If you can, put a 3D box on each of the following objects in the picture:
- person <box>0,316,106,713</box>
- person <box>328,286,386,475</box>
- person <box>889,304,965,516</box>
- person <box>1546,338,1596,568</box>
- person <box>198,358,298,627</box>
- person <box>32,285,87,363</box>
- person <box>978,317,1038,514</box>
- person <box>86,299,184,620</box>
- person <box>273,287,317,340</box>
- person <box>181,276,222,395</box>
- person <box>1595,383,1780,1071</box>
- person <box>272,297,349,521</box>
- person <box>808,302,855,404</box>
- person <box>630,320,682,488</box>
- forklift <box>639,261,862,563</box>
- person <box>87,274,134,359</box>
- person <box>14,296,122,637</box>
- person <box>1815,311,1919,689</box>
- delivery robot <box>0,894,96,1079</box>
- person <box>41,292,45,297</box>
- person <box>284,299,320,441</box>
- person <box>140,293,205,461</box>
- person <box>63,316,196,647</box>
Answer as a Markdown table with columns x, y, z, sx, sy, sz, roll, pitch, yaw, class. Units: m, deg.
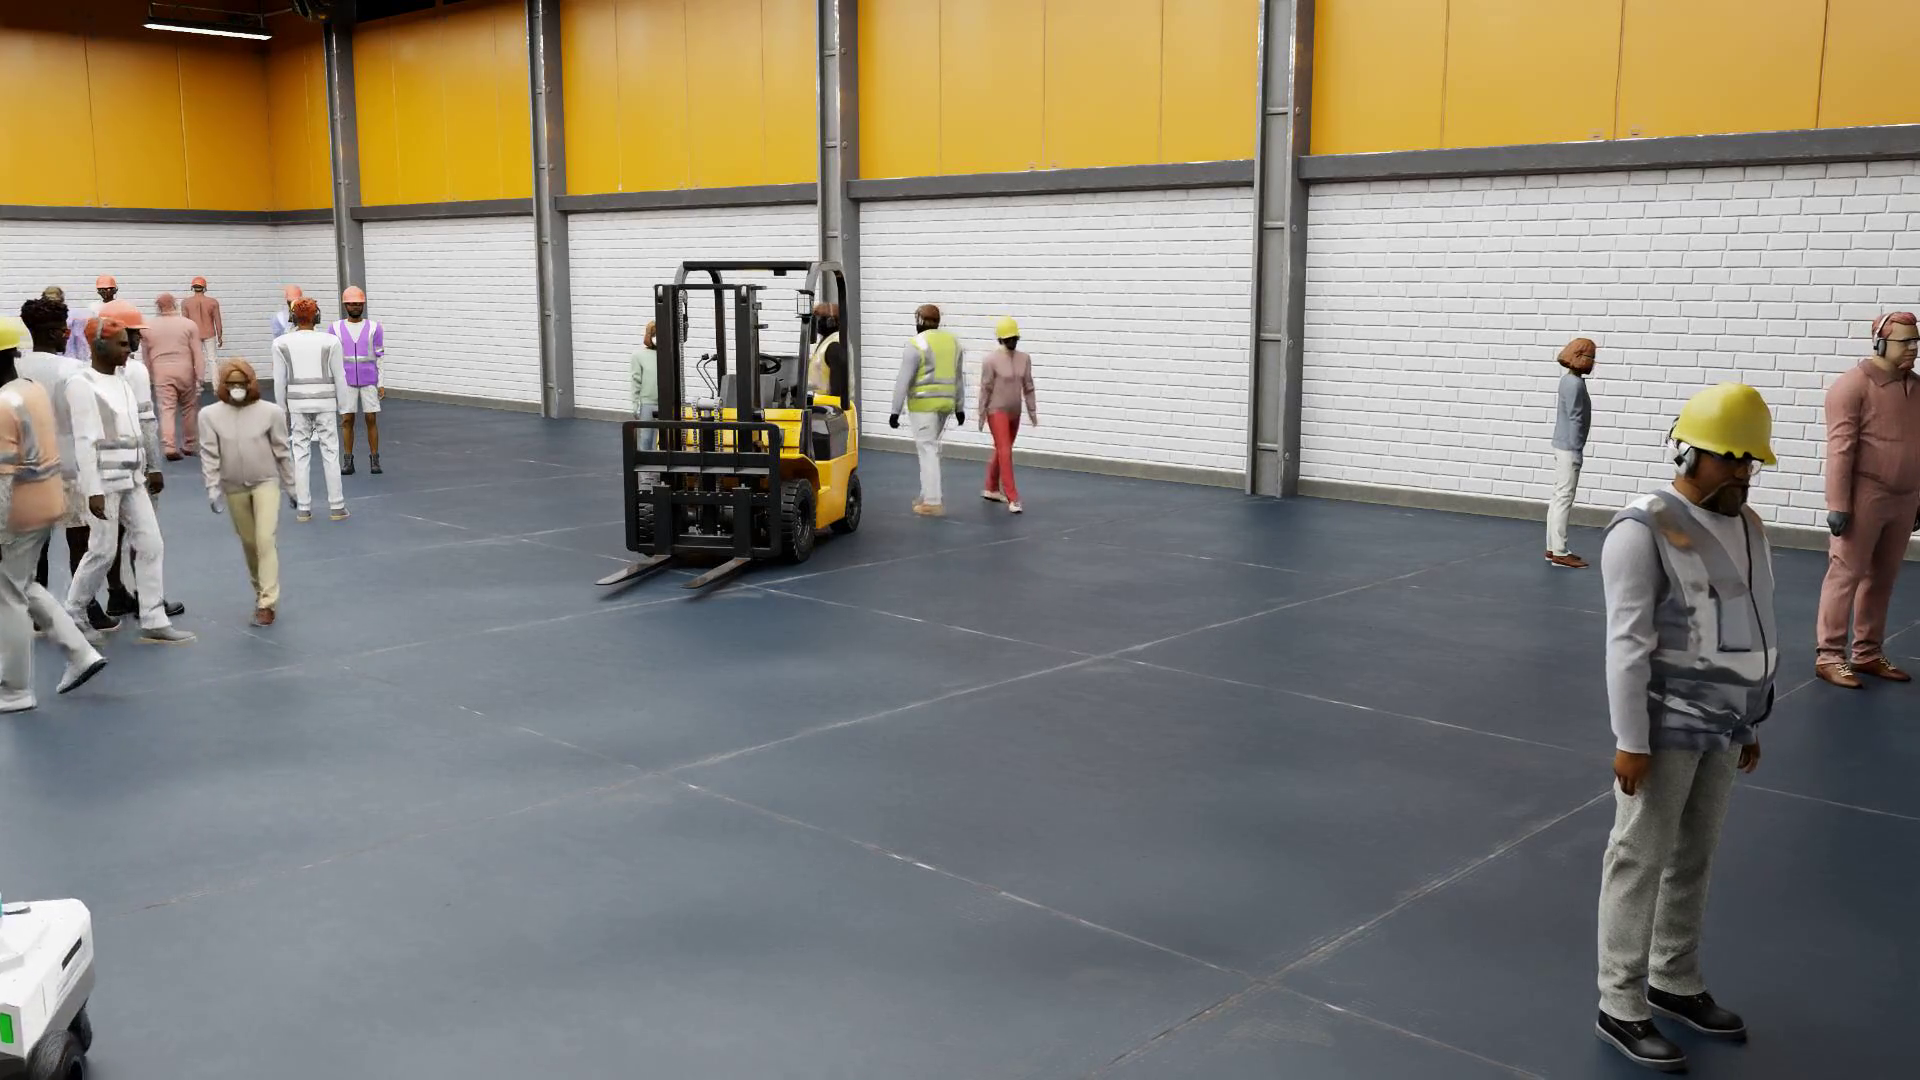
| x | y | z | sx | sy | sz | roll | pitch | yaw | class |
| --- | --- | --- | --- | --- | --- | --- | --- | --- | --- |
| -4.510 | -0.122 | 7.941 | 0.536 | 1.914 | 0.635 | -2 | 9 | -11 | person |
| -6.221 | -1.642 | 17.178 | 0.551 | 1.942 | 0.344 | -3 | 10 | -17 | person |
| -0.306 | -1.125 | 14.388 | 0.586 | 1.811 | 0.749 | 8 | 12 | 42 | person |
| 4.379 | -0.628 | 11.906 | 0.280 | 1.633 | 0.498 | 2 | 9 | 12 | person |
| -4.296 | -0.305 | 10.088 | 0.513 | 1.595 | 0.751 | -2 | 9 | -10 | person |
| -11.344 | -2.255 | 20.984 | 0.649 | 1.923 | 0.511 | -1 | 9 | -7 | person |
| 0.397 | -1.115 | 14.702 | 0.571 | 1.705 | 0.849 | -8 | 12 | -39 | person |
| -5.040 | -0.485 | 10.100 | 0.551 | 1.936 | 0.357 | 5 | 10 | 26 | person |
| -8.737 | -2.384 | 21.946 | 0.554 | 1.879 | 1.006 | -5 | 10 | -27 | person |
| -12.753 | -3.433 | 28.001 | 0.621 | 1.992 | 0.397 | -4 | 10 | -21 | person |
| 1.969 | 0.490 | 4.480 | 0.587 | 1.822 | 0.403 | -6 | 11 | -34 | person |
| -5.448 | -1.093 | 13.996 | 0.573 | 1.883 | 0.355 | -2 | 10 | -13 | person |
| -1.117 | -1.119 | 14.281 | 0.429 | 1.843 | 0.630 | -2 | 9 | -12 | person |
| -2.908 | -1.295 | 16.002 | 0.507 | 1.630 | 0.268 | -3 | 10 | -16 | person |
| -1.552 | -1.040 | 12.721 | 1.214 | 2.155 | 2.313 | 2 | 9 | 11 | forklift |
| -11.611 | -2.602 | 22.761 | 0.605 | 2.044 | 0.374 | -1 | 9 | -8 | person |
| -5.211 | -0.411 | 9.566 | 0.608 | 1.963 | 0.370 | 0 | 9 | 1 | person |
| 4.683 | -0.202 | 8.462 | 0.651 | 1.906 | 0.402 | -4 | 10 | -24 | person |
| -2.438 | 1.126 | 4.166 | 0.477 | 0.478 | 0.707 | -2 | 9 | -13 | delivery robot |
| -12.904 | -2.689 | 23.964 | 0.397 | 1.828 | 0.705 | -2 | 9 | -11 | person |
| -8.112 | -2.085 | 20.500 | 0.492 | 1.745 | 0.288 | 2 | 9 | 10 | person |
| -8.775 | -1.821 | 18.573 | 0.653 | 1.860 | 0.933 | -3 | 10 | -20 | person |
| -4.751 | -0.309 | 9.270 | 0.764 | 1.866 | 0.619 | 1 | 9 | 4 | person |
